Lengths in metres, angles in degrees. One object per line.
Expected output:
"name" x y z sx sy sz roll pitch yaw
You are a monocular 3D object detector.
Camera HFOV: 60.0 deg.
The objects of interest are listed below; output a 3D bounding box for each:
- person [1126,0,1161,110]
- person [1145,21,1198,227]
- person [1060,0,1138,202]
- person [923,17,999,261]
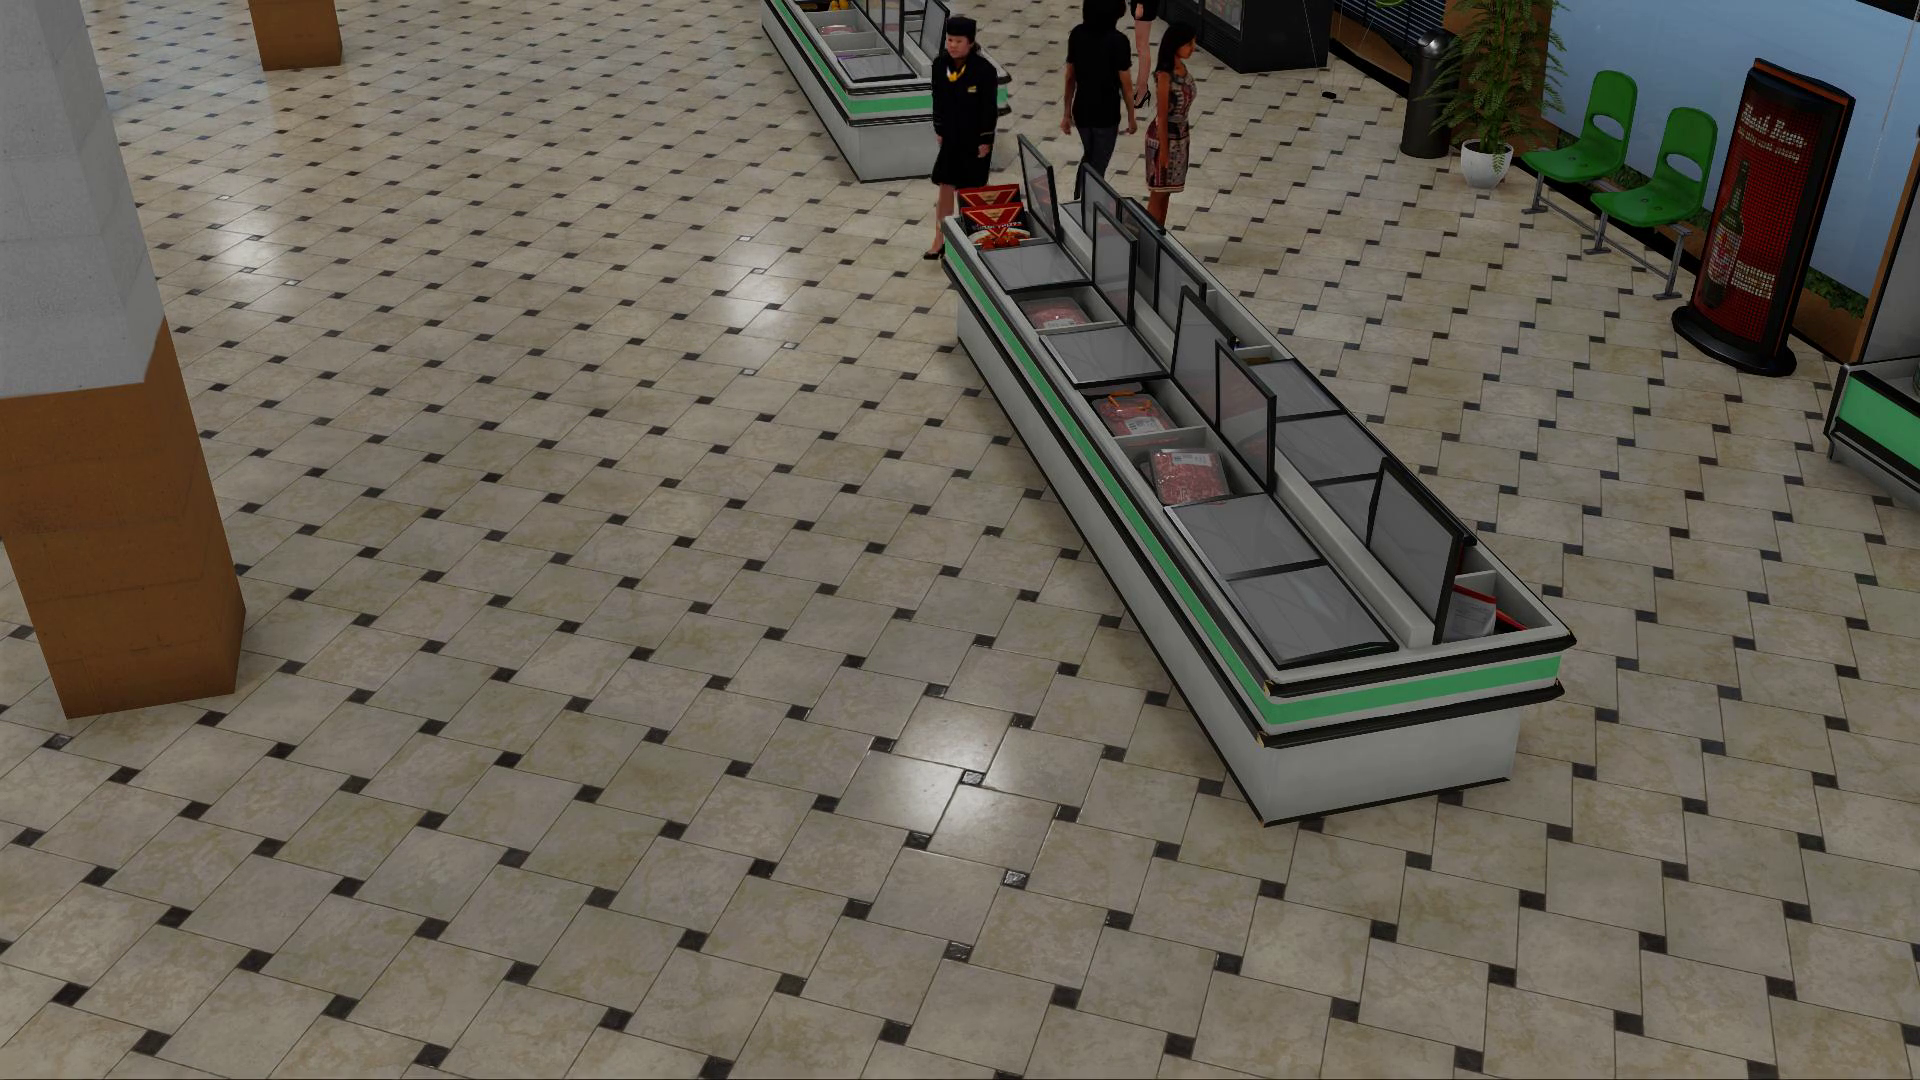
"person" 1.578 -4.641 14.355 0.674 1.769 0.537 1 32 2
"person" 1.419 -2.721 11.388 0.782 1.643 0.680 12 34 18
"person" 0.913 -2.969 11.616 0.719 1.823 0.805 20 37 29
"person" 0.088 -2.758 11.447 1.045 1.644 1.116 15 35 22
